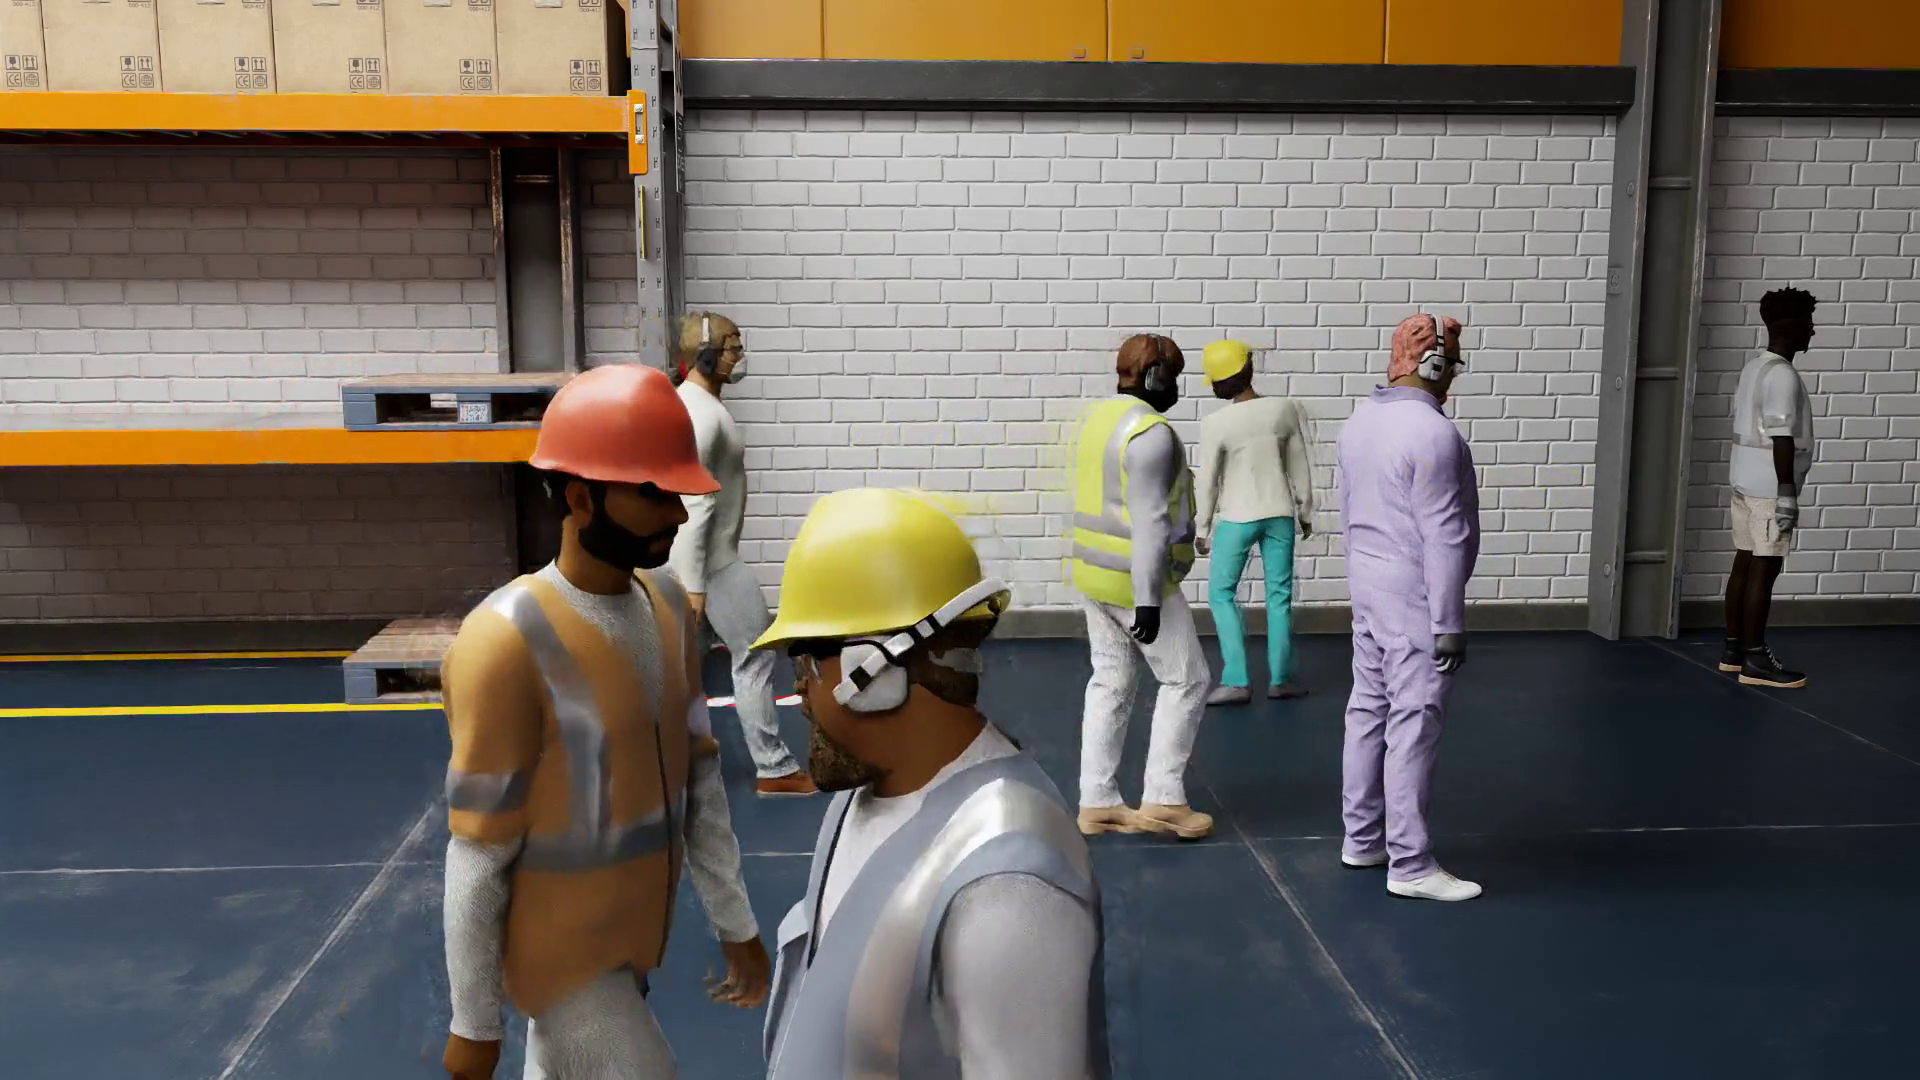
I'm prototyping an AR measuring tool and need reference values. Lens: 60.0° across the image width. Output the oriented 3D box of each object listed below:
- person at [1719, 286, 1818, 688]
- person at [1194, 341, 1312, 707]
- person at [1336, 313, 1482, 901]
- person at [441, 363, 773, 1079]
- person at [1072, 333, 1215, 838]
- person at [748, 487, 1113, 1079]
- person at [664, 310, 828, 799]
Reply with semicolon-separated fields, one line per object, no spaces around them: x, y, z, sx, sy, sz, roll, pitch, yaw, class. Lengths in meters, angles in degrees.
4.026;-0.267;8.265;0.367;1.967;0.600;1;9;9;person
1.410;-0.078;7.866;0.645;1.721;0.329;-3;9;-15;person
1.486;0.214;5.458;0.409;1.903;0.638;-2;9;-14;person
-0.545;0.654;2.742;1.016;1.879;0.547;3;10;18;person
0.683;0.171;5.996;0.619;1.813;0.640;-3;9;-16;person
0.058;0.821;2.000;0.845;1.791;0.624;-3;9;-16;person
-1.013;0.077;6.330;0.976;1.901;0.639;-2;9;-11;person
